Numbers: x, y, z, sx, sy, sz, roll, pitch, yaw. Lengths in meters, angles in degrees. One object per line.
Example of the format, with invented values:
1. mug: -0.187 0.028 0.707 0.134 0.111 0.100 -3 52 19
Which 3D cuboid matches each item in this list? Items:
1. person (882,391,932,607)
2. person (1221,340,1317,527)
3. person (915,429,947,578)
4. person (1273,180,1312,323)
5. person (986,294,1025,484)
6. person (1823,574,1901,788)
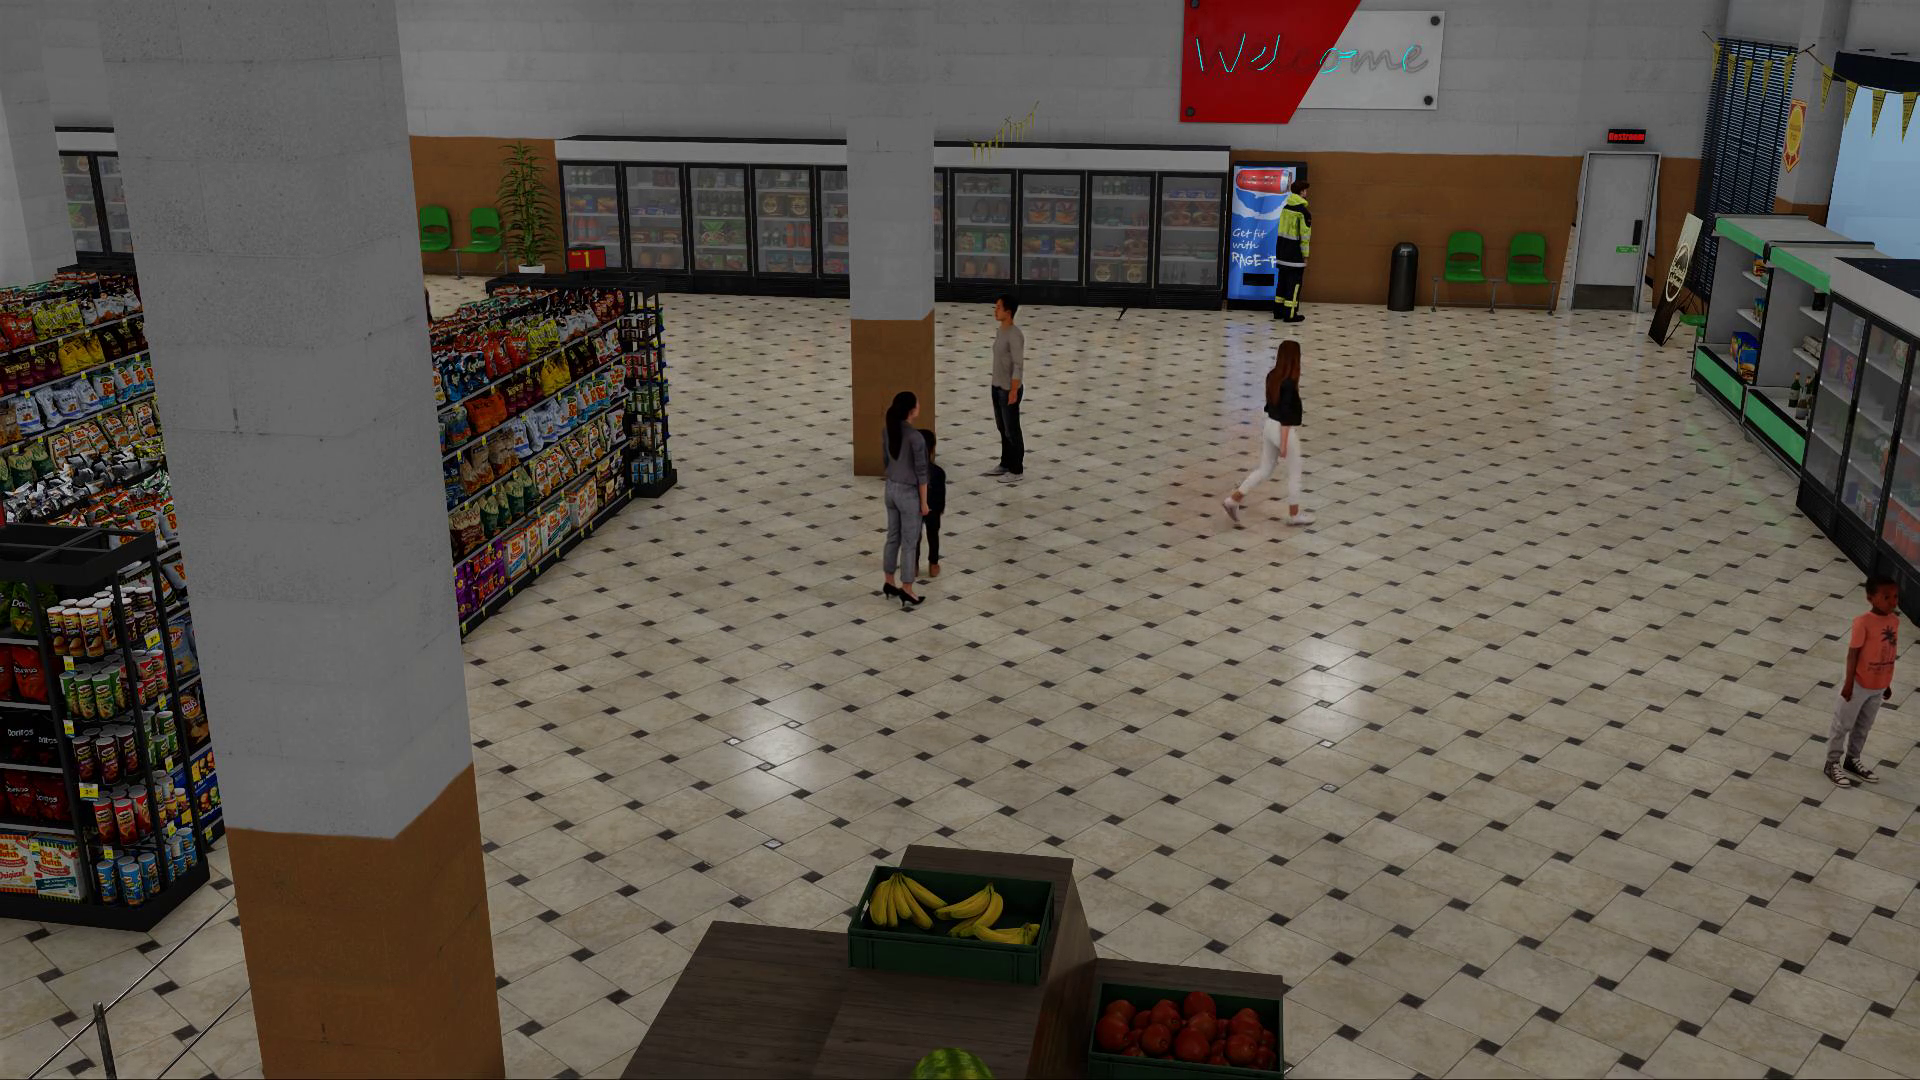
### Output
1. person: -0.433 -0.323 12.836 0.760 1.672 0.720 -16 25 -40
2. person: 2.726 -0.910 14.574 0.967 1.675 1.098 -5 19 -15
3. person: -0.294 -0.299 13.467 0.525 1.224 0.517 1 19 2
4. person: 4.708 -4.104 23.567 0.921 1.981 0.817 -9 21 -24
5. person: 0.469 -1.466 16.013 0.797 1.808 0.659 -6 20 -18
6. person: 5.437 0.826 9.995 0.549 1.310 0.575 -5 19 -13
